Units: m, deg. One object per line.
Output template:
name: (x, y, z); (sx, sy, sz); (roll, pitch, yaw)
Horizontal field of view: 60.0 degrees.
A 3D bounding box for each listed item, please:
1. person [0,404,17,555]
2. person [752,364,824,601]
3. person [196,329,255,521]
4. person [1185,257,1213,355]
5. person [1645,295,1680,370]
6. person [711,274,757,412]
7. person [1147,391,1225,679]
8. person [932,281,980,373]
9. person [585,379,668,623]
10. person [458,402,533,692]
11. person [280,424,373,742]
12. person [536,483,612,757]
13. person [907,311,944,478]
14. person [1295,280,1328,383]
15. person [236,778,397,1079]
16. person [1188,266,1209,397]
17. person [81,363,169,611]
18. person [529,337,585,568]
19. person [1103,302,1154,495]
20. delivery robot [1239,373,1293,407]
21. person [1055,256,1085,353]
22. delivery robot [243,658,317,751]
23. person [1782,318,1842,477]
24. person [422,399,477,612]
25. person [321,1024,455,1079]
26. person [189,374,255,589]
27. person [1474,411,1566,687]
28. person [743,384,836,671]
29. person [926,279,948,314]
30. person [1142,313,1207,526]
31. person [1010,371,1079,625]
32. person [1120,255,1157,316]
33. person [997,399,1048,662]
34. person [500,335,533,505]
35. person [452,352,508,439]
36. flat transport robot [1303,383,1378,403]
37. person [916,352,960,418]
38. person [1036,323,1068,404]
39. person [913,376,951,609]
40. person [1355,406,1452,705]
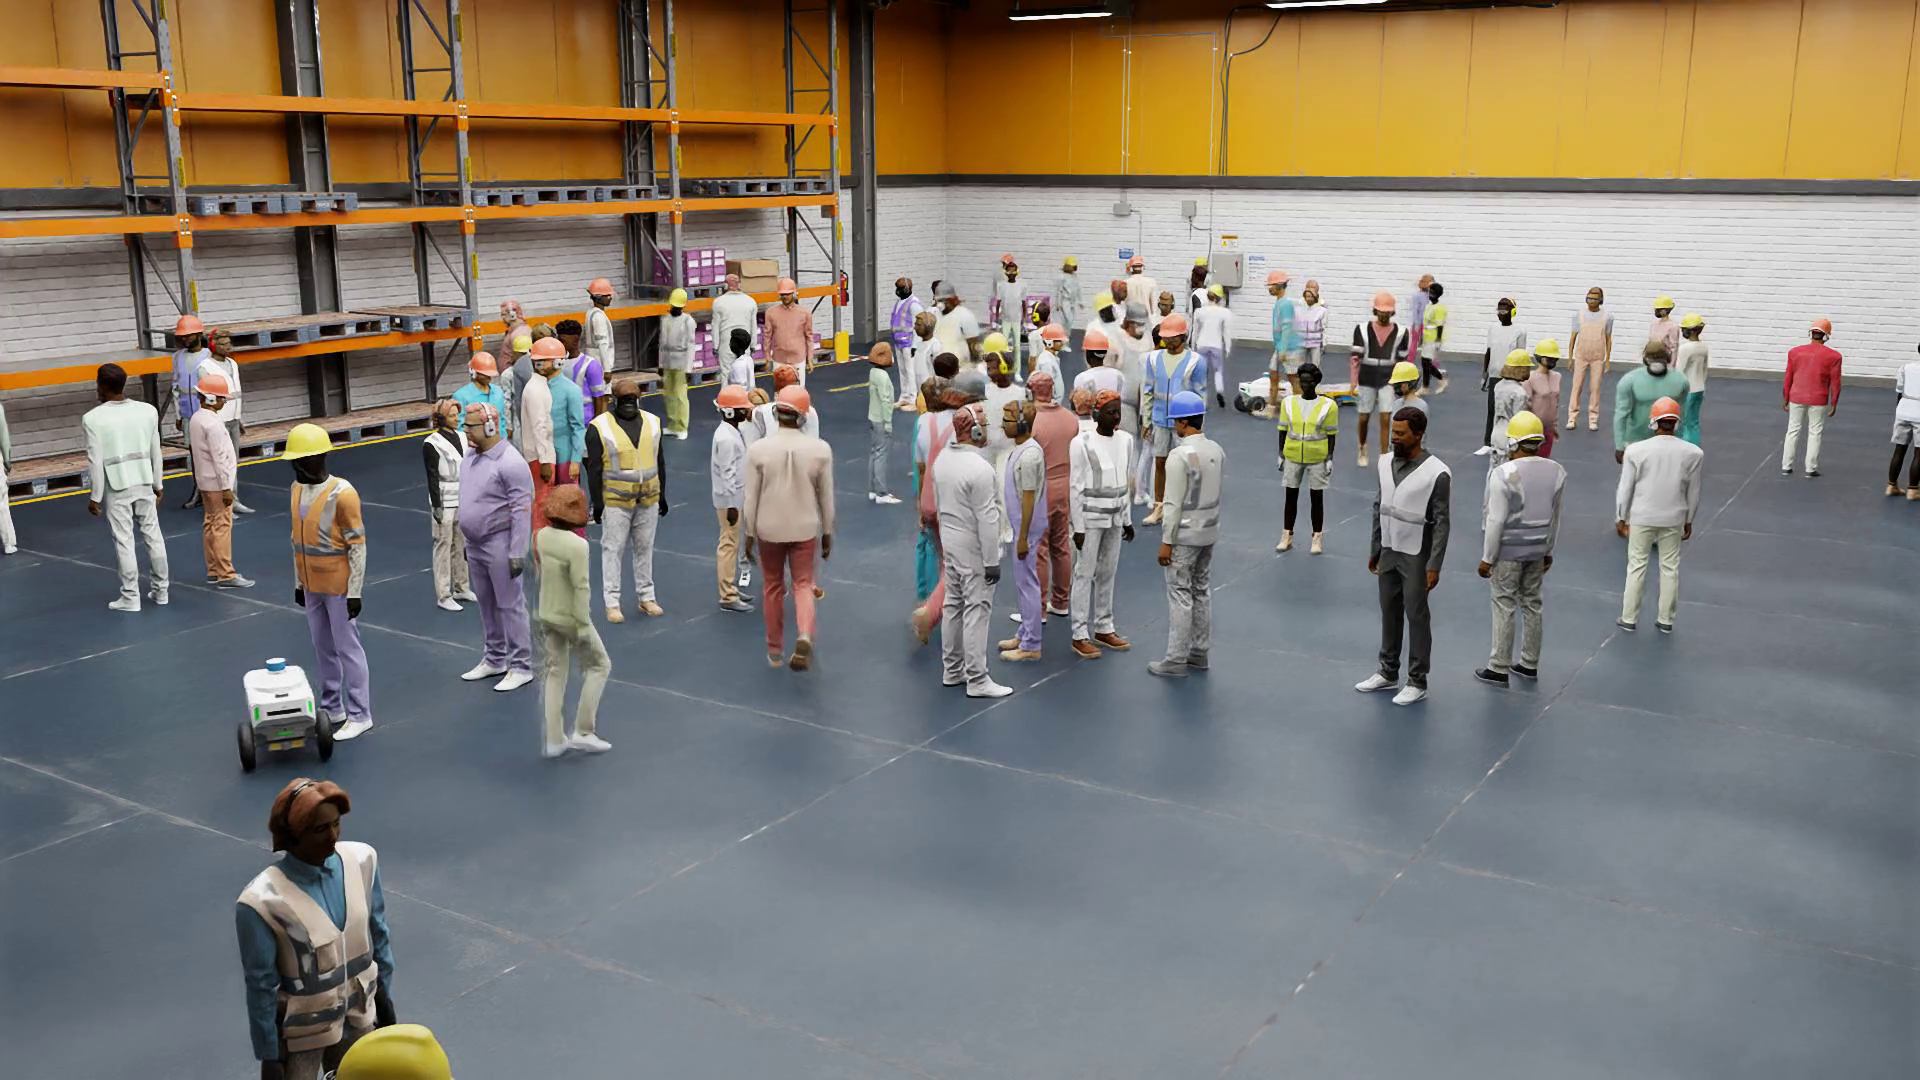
person: (-8.547, -0.649, 14.498); (0.511, 1.641, 0.309); (-10, 16, -36)
person: (-1.336, -0.432, 13.024); (0.572, 1.883, 0.354); (4, 14, 17)
person: (-7.145, -1.122, 16.105); (0.377, 1.841, 0.567); (1, 13, 6)
person: (4.191, -4.112, 29.341); (0.583, 1.729, 0.431); (4, 14, 16)
person: (8.844, -2.212, 21.023); (0.342, 1.760, 0.526); (-3, 13, -14)
person: (-3.099, -2.683, 22.768); (0.647, 1.897, 0.399); (-7, 15, -26)
person: (1.537, -0.036, 11.208); (0.420, 1.932, 0.621); (10, 16, 36)
person: (-0.142, -2.095, 19.893); (0.654, 2.000, 0.724); (-12, 18, -42)
person: (-2.488, -0.302, 12.556); (0.629, 1.840, 0.429); (-9, 16, -34)
person: (-3.084, 0.040, 10.926); (0.651, 1.906, 0.403); (11, 17, 41)
person: (-3.809, 0.252, 9.967); (0.594, 1.922, 0.382); (9, 16, 33)
person: (-2.261, 0.467, 9.710); (0.524, 1.614, 0.478); (11, 17, 40)
person: (-0.343, -1.541, 17.917); (0.350, 1.846, 0.506); (-6, 14, -25)
person: (5.292, -3.104, 25.150); (0.523, 1.639, 0.306); (1, 13, 2)
person: (-1.977, 1.510, 5.164); (0.315, 1.631, 0.512); (7, 15, 28)
person: (3.459, -2.984, 24.019); (0.391, 1.919, 0.591); (5, 14, 21)
person: (-6.419, -0.403, 12.825); (0.390, 1.918, 0.587); (9, 16, 33)
person: (-3.390, -0.708, 13.974); (0.610, 1.996, 0.378); (11, 17, 40)
person: (1.865, -1.511, 17.359); (0.697, 2.000, 0.934); (-7, 15, -28)
delivery robot: (4.184, -2.042, 22.712); (0.707, 0.478, 0.477); (-4, 13, -15)
person: (1.986, -4.227, 29.855); (0.540, 1.720, 0.486); (12, 18, 43)
delivery robot: (-4.008, 0.939, 9.785); (0.477, 0.478, 0.707); (-6, 14, -26)
person: (9.325, -1.555, 18.219); (0.573, 1.738, 0.351); (10, 16, 36)
person: (-3.946, -0.280, 12.900); (0.307, 1.641, 0.512); (4, 14, 16)
person: (-1.155, 1.832, 3.485); (0.339, 1.761, 0.524); (-1, 13, -5)
person: (-6.025, -0.478, 13.529); (0.337, 1.742, 0.571); (-10, 17, -38)
person: (3.681, 0.059, 11.004); (0.603, 1.830, 0.404); (-6, 14, -23)
person: (-1.142, -0.057, 11.225); (0.625, 1.963, 0.699); (-3, 13, -12)
person: (-0.275, -2.309, 21.011); (0.374, 1.959, 0.602); (-4, 14, -18)
person: (1.990, -1.108, 15.613); (0.613, 2.039, 0.399); (7, 15, 29)
person: (0.602, -0.316, 12.482); (0.400, 1.905, 0.643); (12, 18, 42)
person: (2.705, -3.352, 25.460); (0.609, 1.989, 0.391); (-1, 13, -6)
person: (0.440, -0.069, 11.563); (0.341, 1.840, 0.504); (0, 13, -2)
person: (-4.284, -1.155, 16.469); (0.324, 1.743, 0.490); (13, 18, 43)
person: (-4.297, -0.832, 15.064); (0.337, 1.743, 0.563); (8, 15, 32)
flat transport robot: (5.421, -2.079, 23.702); (1.431, 0.197, 0.652); (-7, 15, -28)
person: (-0.136, -0.567, 13.536); (0.380, 1.916, 0.596); (-9, 16, -36)
person: (0.961, -1.409, 17.546); (0.342, 1.750, 0.568); (1, 13, 4)
person: (-0.180, -0.329, 12.661); (0.345, 1.846, 0.507); (-4, 14, -18)
person: (2.871, 0.091, 10.680); (0.375, 1.916, 0.599); (-7, 15, -29)
